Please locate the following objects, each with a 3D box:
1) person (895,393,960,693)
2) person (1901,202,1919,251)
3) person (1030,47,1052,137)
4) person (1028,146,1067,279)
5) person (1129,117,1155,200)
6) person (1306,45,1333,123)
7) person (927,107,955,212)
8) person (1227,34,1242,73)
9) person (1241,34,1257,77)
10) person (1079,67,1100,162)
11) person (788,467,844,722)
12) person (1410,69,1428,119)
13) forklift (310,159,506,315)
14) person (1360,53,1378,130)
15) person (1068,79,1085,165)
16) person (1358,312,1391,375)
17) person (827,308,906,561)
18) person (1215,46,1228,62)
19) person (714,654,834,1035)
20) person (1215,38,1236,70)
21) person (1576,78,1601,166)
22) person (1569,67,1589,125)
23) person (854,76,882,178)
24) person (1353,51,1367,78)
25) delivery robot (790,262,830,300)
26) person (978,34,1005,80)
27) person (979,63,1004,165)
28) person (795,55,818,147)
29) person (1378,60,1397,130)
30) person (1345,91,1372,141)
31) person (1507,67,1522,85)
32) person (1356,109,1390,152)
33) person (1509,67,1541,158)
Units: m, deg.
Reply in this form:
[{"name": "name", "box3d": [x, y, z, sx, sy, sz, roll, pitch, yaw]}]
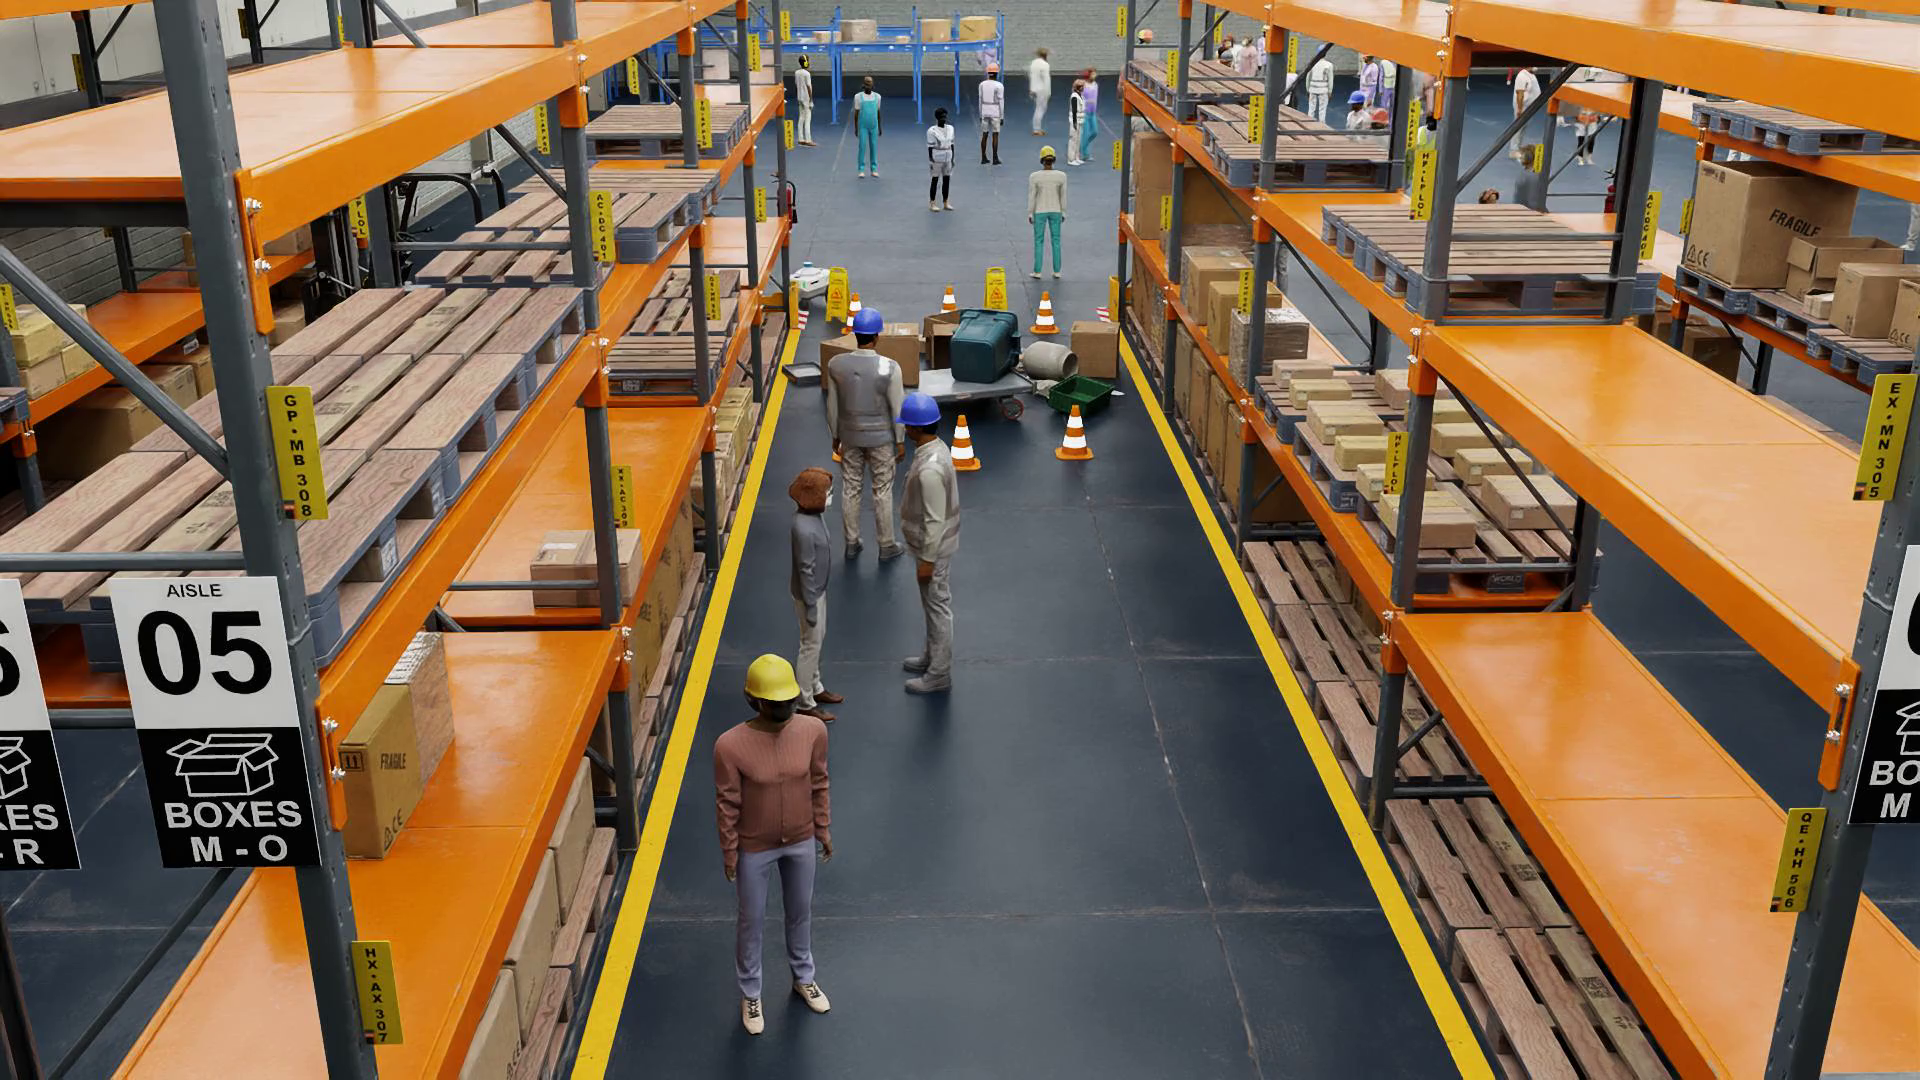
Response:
[{"name": "person", "box3d": [-0.199, 0.017, 10.442, 0.402, 1.944, 0.605, 0, 21, 0]}, {"name": "person", "box3d": [14.112, -5.096, 24.254, 0.499, 1.734, 0.337, 1, 21, 3]}, {"name": "person", "box3d": [1.812, -9.837, 36.522, 0.555, 1.917, 0.645, -9, 23, -23]}, {"name": "person", "box3d": [1.170, -4.409, 22.403, 0.528, 1.759, 0.339, -4, 21, -10]}, {"name": "person", "box3d": [3.079, -6.677, 28.435, 0.490, 1.731, 0.320, 5, 21, 13]}, {"name": "person", "box3d": [7.913, -9.881, 36.600, 0.617, 1.944, 0.398, 14, 25, 32]}, {"name": "person", "box3d": [-0.313, -6.272, 27.422, 0.530, 1.689, 0.321, -15, 25, -34]}, {"name": "person", "box3d": [6.768, -11.746, 41.719, 0.583, 1.806, 1.043, 4, 21, 10]}, {"name": "person", "box3d": [6.929, -11.201, 40.102, 0.378, 1.940, 0.628, -5, 21, -14]}, {"name": "person", "box3d": [2.512, -8.420, 32.900, 0.454, 1.833, 0.566, 19, 28, 40]}, {"name": "person", "box3d": [-0.887, 0.326, 10.075, 0.285, 1.623, 0.510, 1, 21, 2]}, {"name": "person", "box3d": [9.922, -9.598, 35.984, 0.383, 1.856, 0.517, 11, 24, 28]}, {"name": "forklift", "box3d": [-5.622, -2.910, 17.832, 2.313, 2.155, 1.214, -1, 21, -1]}, {"name": "person", "box3d": [8.590, -9.400, 35.204, 0.381, 2.039, 0.606, -3, 21, -9]}, {"name": "person", "box3d": [2.279, -8.157, 32.490, 0.313, 1.632, 0.520, 6, 22, 17]}, {"name": "person", "box3d": [4.446, -2.619, 17.667, 0.320, 1.763, 0.522, -3, 21, -8]}, {"name": "person", "box3d": [-0.695, -0.788, 12.566, 0.618, 1.946, 0.394, 6, 22, 16]}, {"name": "person", "box3d": [5.702, -9.926, 36.781, 0.409, 1.908, 0.597, -5, 21, -14]}, {"name": "person", "box3d": [-0.800, 1.312, 7.265, 0.525, 1.772, 0.306, -11, 23, -26]}, {"name": "person", "box3d": [6.415, -11.246, 40.369, 0.559, 1.835, 0.393, -9, 23, -23]}, {"name": "person", "box3d": [12.156, -8.091, 32.237, 0.522, 1.675, 0.423, 6, 22, 15]}, {"name": "person", "box3d": [14.429, -10.475, 38.627, 0.289, 1.622, 0.508, 12, 24, 29]}, {"name": "person", "box3d": [-1.703, -7.659, 30.872, 0.513, 1.842, 0.325, -7, 22, -18]}, {"name": "person", "box3d": [11.972, -14.653, 49.481, 0.332, 1.750, 0.573, -4, 21, -11]}, {"name": "delivery robot", "box3d": [-1.901, -3.237, 20.847, 0.477, 0.478, 0.707, 11, 23, 26]}, {"name": "person", "box3d": [0.897, -13.117, 45.264, 0.766, 1.861, 0.695, -13, 24, -30]}, {"name": "person", "box3d": [0.626, -8.319, 32.502, 0.544, 1.930, 0.388, 11, 23, 27]}, {"name": "person", "box3d": [-3.263, -9.253, 35.048, 0.329, 1.873, 0.516, -18, 27, -39]}, {"name": "person", "box3d": [9.601, -10.050, 37.097, 0.596, 1.917, 0.391, -5, 21, -12]}, {"name": "person", "box3d": [6.534, -6.432, 27.506, 0.423, 1.936, 0.608, -7, 22, -17]}, {"name": "person", "box3d": [15.941, -13.903, 47.499, 0.524, 1.758, 0.357, 8, 22, 20]}, {"name": "person", "box3d": [6.072, -5.214, 24.161, 0.637, 2.018, 0.824, -4, 21, -10]}, {"name": "person", "box3d": [11.377, -8.710, 33.377, 0.536, 2.000, 0.688, 13, 24, 31]}]
